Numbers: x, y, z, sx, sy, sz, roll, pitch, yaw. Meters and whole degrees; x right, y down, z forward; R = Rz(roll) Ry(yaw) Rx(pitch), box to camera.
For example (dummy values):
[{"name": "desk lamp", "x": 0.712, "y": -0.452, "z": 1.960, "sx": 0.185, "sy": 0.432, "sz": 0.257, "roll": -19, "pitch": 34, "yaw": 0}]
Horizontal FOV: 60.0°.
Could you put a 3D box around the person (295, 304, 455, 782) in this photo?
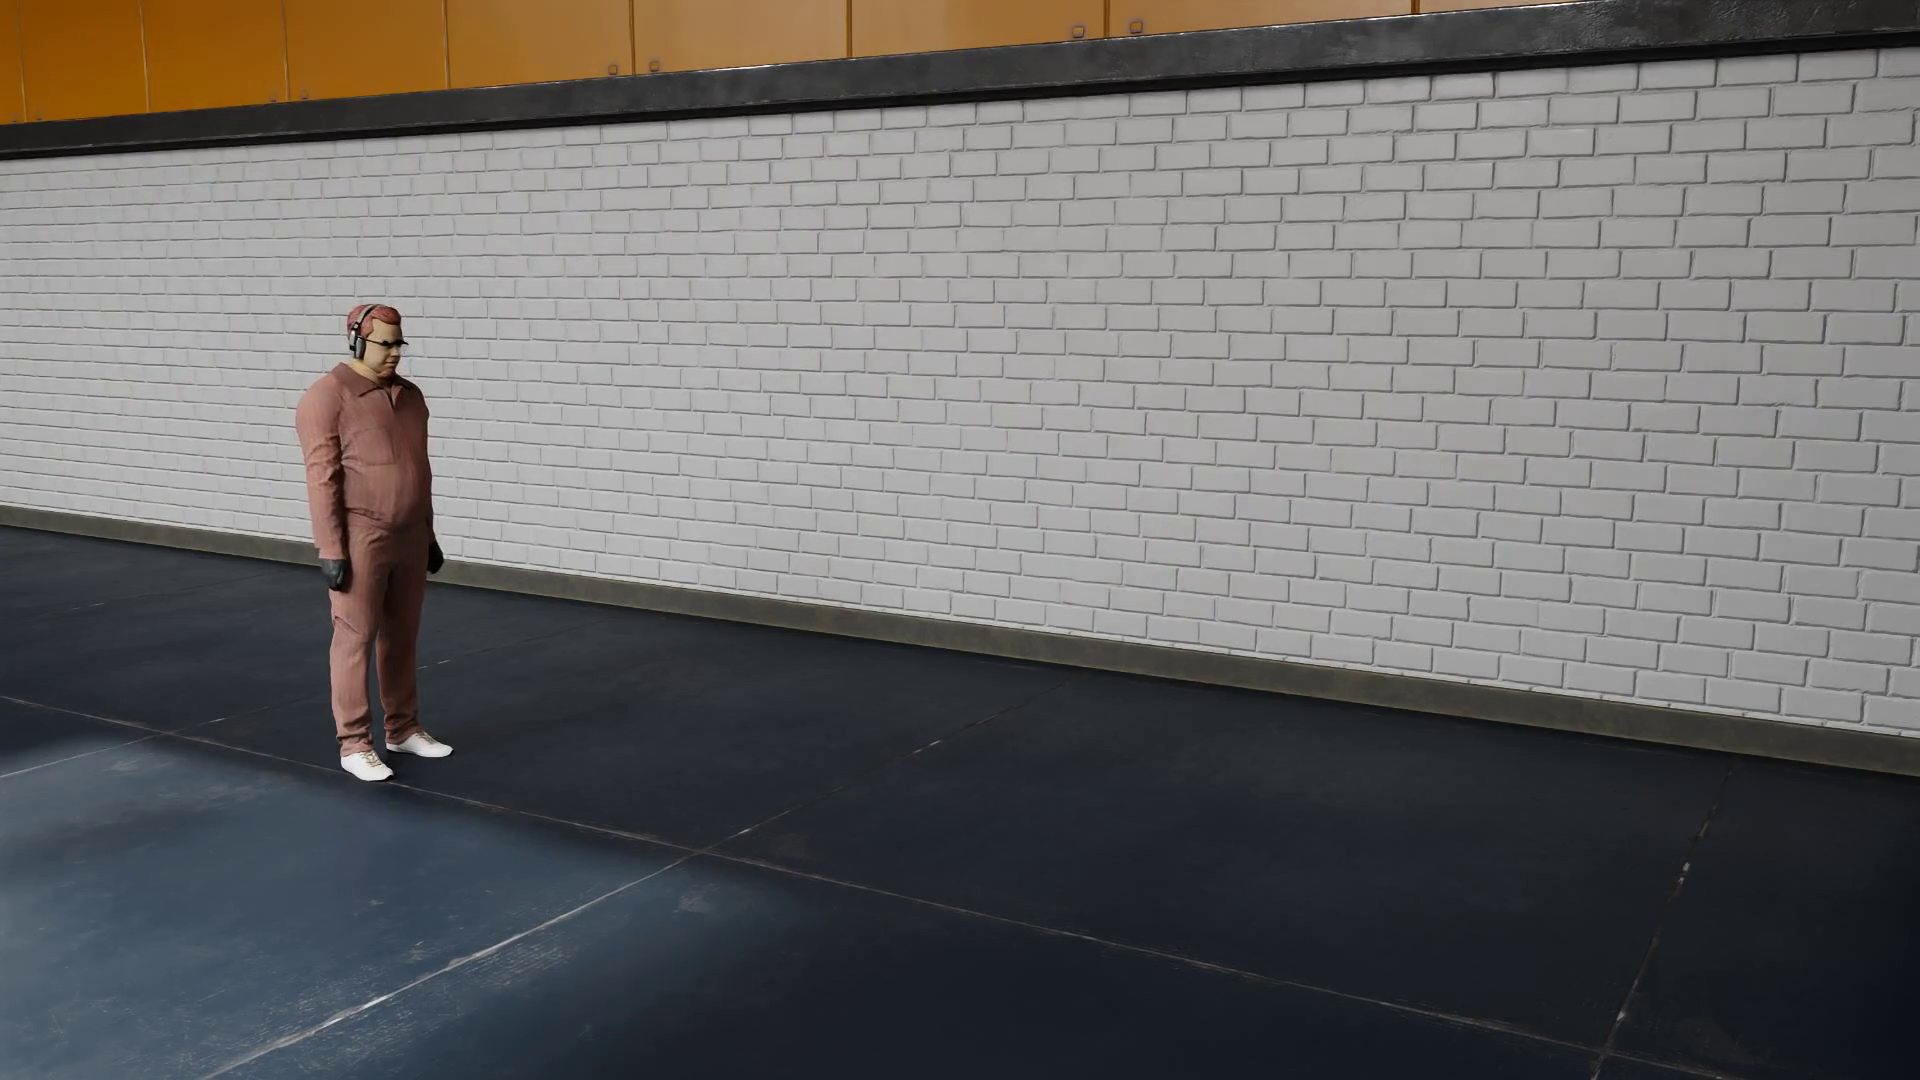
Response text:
[{"name": "person", "x": -2.340, "y": 0.001, "z": 6.749, "sx": 0.409, "sy": 1.903, "sz": 0.639, "roll": 4, "pitch": 10, "yaw": 23}]
